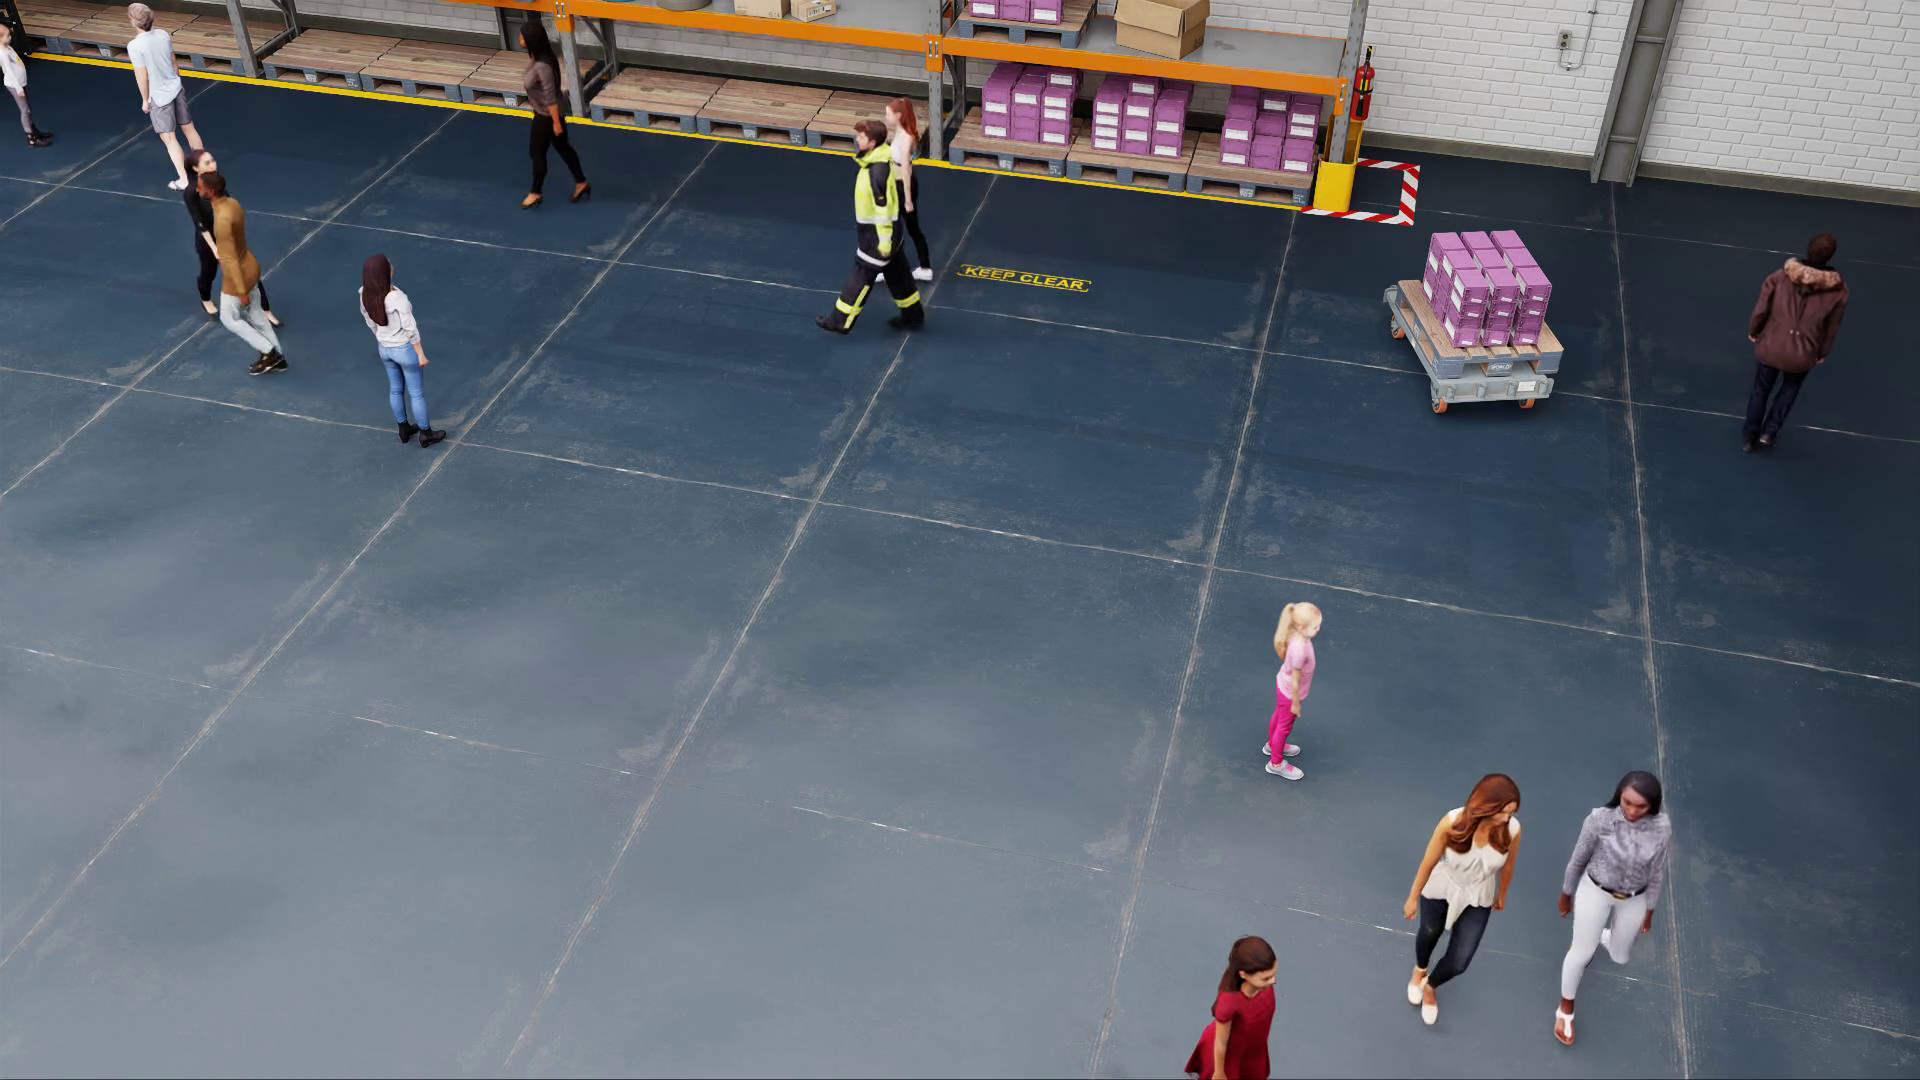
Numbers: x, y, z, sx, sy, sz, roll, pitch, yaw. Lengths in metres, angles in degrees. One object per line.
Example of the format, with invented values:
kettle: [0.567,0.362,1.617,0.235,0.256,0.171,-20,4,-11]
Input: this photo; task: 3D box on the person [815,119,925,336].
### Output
person: [-0.585,-2.571,13.870,1.296,1.932,1.041,-2,39,-3]

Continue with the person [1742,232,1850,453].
person: [6.222,-1.426,12.512,0.731,1.837,0.893,19,43,23]

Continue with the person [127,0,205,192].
person: [-7.695,-4.302,16.117,0.619,1.832,0.686,17,41,20]

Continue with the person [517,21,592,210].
person: [-3.781,-4.013,15.770,1.072,1.814,0.921,-7,39,-9]

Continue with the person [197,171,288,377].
person: [-5.717,-2.132,13.423,0.756,1.805,0.754,-7,39,-9]

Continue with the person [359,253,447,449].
person: [-4.291,-1.446,12.700,0.508,1.635,0.700,17,41,20]

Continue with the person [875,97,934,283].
person: [-0.387,-3.061,14.647,0.931,1.729,0.746,-1,39,-2]

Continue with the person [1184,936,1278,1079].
person: [1.313,2.405,7.942,0.718,1.554,0.659,30,47,32]

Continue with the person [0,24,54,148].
person: [-9.662,-4.656,17.006,0.638,1.277,0.586,-15,41,-18]

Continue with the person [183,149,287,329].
person: [-6.330,-2.525,14.064,1.118,1.618,0.754,18,42,21]

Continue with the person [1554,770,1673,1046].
person: [3.341,1.805,8.569,0.831,1.709,0.672,6,39,8]

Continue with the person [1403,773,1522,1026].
person: [2.569,1.757,8.582,0.561,1.769,0.731,10,40,12]

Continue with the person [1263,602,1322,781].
person: [2.001,0.888,10.066,0.530,1.275,0.508,5,39,7]
